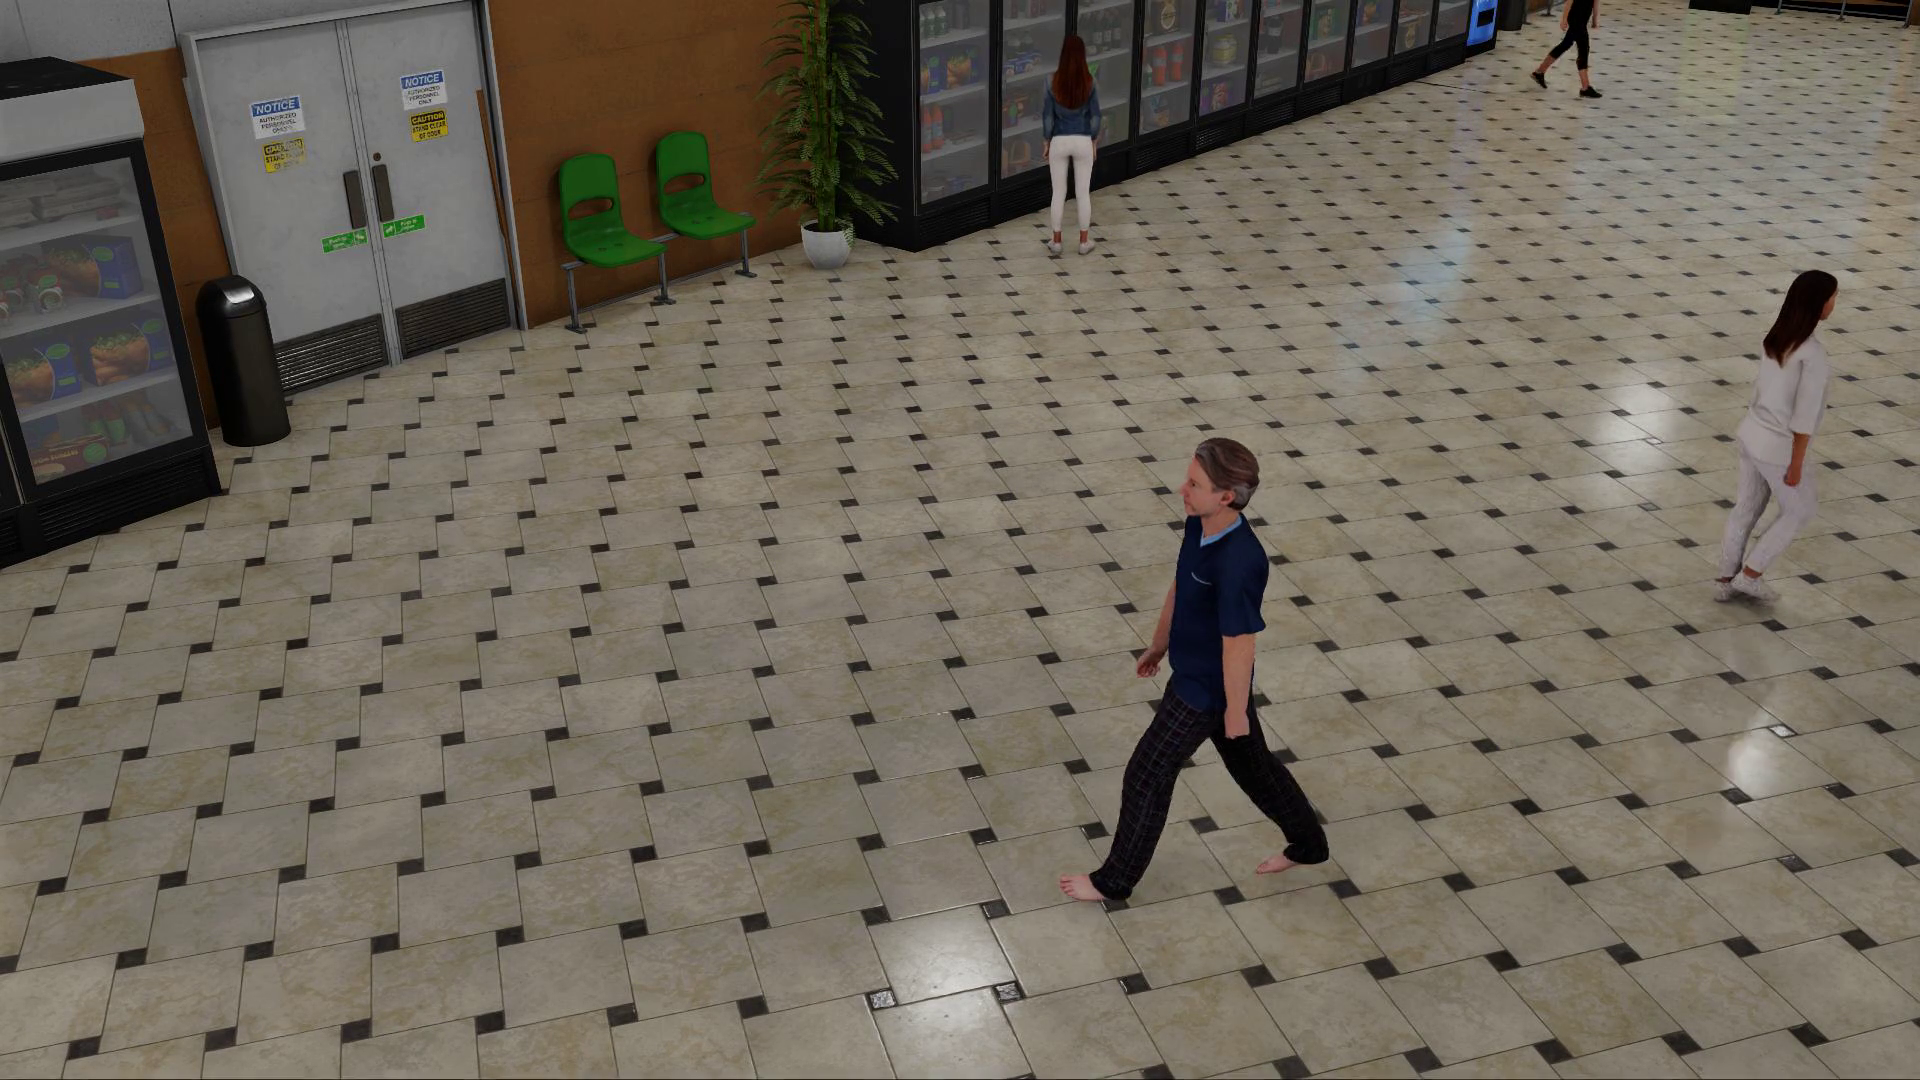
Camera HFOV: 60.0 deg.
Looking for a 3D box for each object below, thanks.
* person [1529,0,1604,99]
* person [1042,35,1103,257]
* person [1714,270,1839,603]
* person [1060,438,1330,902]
[{"bbox_3d":[6.756,-5.764,18.367,0.716,1.684,1.221,-21,34,-35],"label":"person"},{"bbox_3d":[0.873,-3.090,13.073,0.643,1.702,0.749,3,27,6],"label":"person"},{"bbox_3d":[3.806,-0.447,7.887,0.805,1.680,0.728,-5,27,-9],"label":"person"},{"bbox_3d":[0.977,0.512,5.843,1.302,1.818,1.142,1,27,1],"label":"person"}]
